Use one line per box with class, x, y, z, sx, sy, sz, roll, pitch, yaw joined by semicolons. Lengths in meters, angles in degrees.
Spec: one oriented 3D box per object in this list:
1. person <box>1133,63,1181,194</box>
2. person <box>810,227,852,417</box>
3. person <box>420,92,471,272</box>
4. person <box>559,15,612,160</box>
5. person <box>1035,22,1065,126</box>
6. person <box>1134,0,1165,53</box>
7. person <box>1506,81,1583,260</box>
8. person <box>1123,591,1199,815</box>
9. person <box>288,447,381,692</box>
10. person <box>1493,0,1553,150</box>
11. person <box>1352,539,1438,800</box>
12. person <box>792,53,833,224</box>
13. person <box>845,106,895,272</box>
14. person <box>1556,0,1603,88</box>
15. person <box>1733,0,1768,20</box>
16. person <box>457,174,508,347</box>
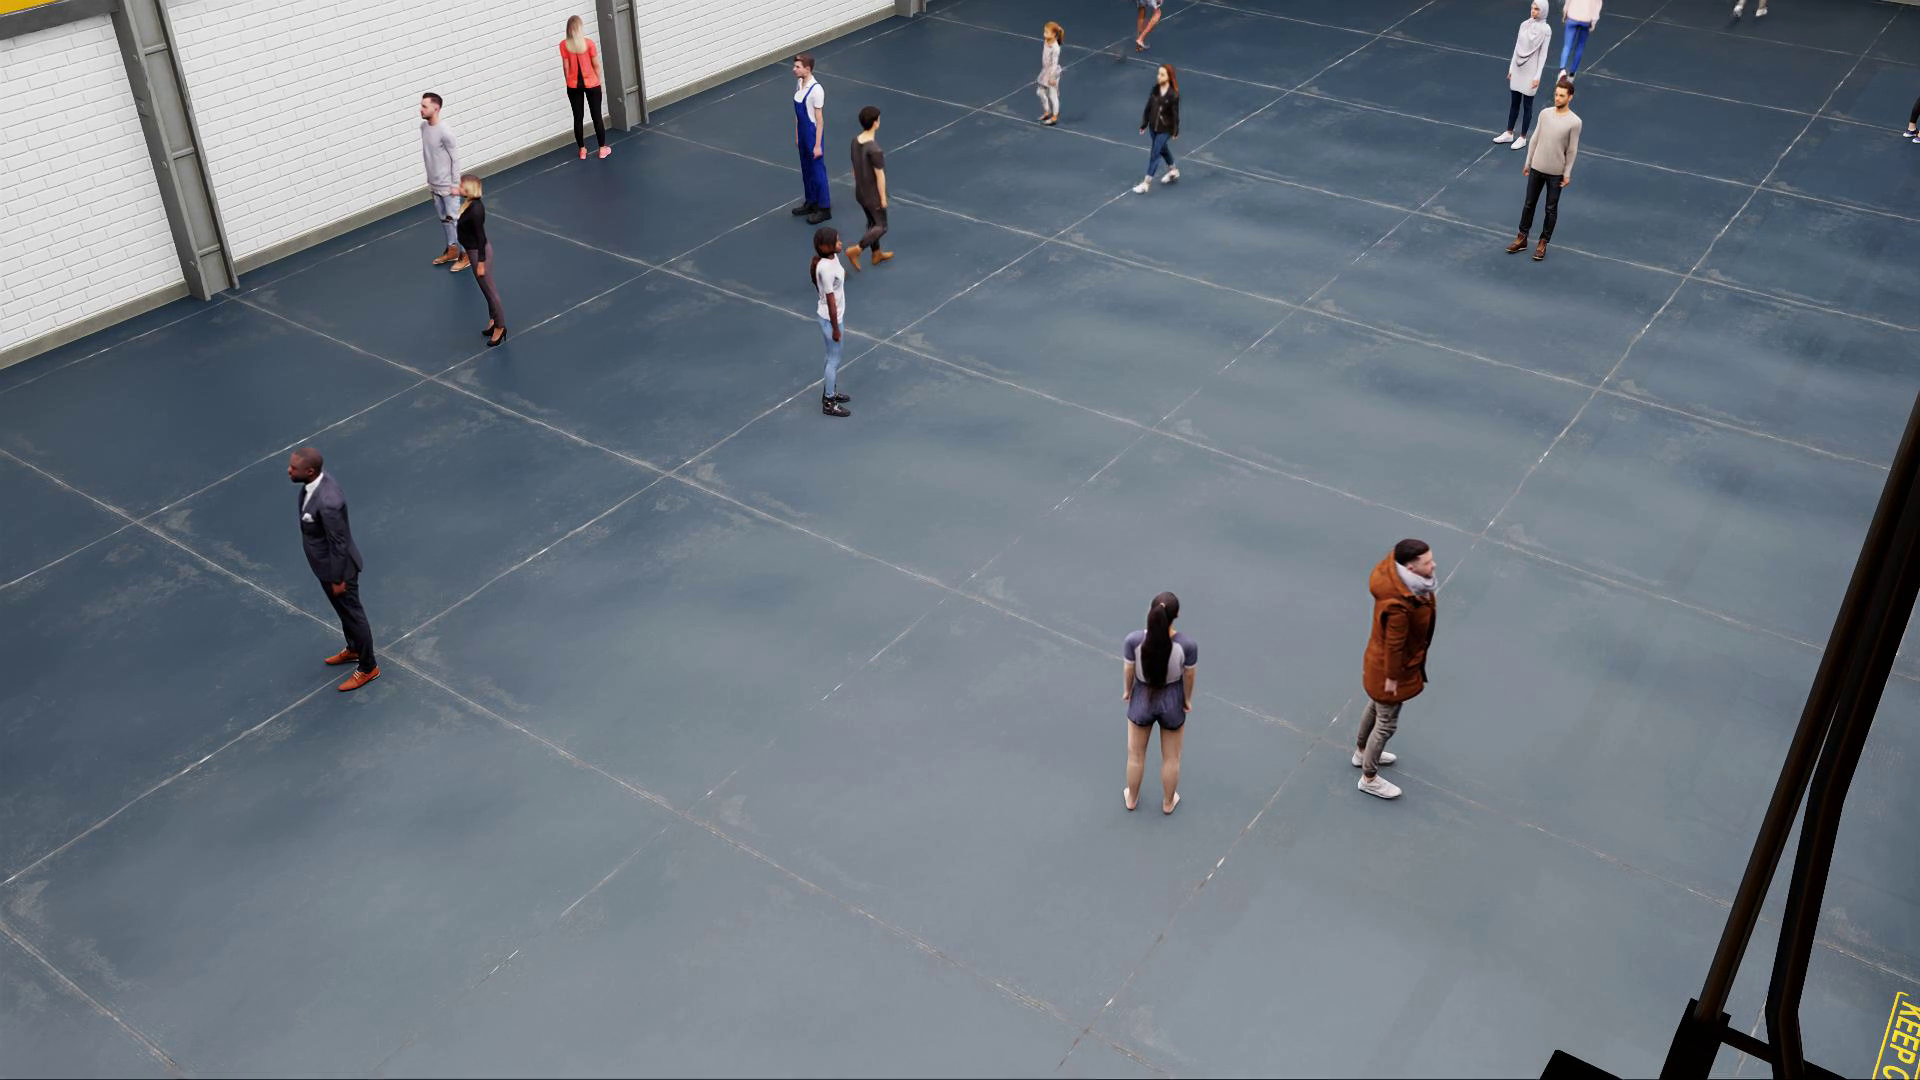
person;2.339;-4.709;18.954;1.053;1.446;0.766;-23;40;-30
person;-1.116;-1.925;14.519;0.727;1.719;0.642;-1;34;-2
person;-5.306;-3.696;17.074;0.691;1.841;0.575;24;41;32
person;-4.465;-5.371;19.726;0.676;1.694;0.707;0;34;0
person;1.197;-5.828;20.766;0.676;1.303;0.640;-12;36;-18
person;2.548;-7.621;23.086;0.703;1.722;0.714;28;42;35
person;6.122;-3.860;17.296;0.670;1.868;0.590;25;41;33
person;1.212;1.004;10.175;0.667;1.651;0.662;5;34;8
person;-4.247;0.159;11.289;0.760;1.824;0.780;-18;38;-25
person;6.828;-5.624;20.034;0.656;1.775;0.680;-20;38;-27
person;2.690;0.768;10.360;0.882;1.837;0.780;5;34;8
person;-1.623;-4.389;18.109;0.691;1.848;0.707;-20;39;-28
person;-0.949;-3.559;16.995;0.972;1.700;0.792;-23;40;-30
person;8.091;-6.756;21.767;0.767;1.742;1.098;15;36;21
person;11.801;-8.397;24.542;0.975;1.402;0.695;-24;40;-31
person;-4.491;-2.644;15.643;0.698;1.672;0.675;-12;35;-17
